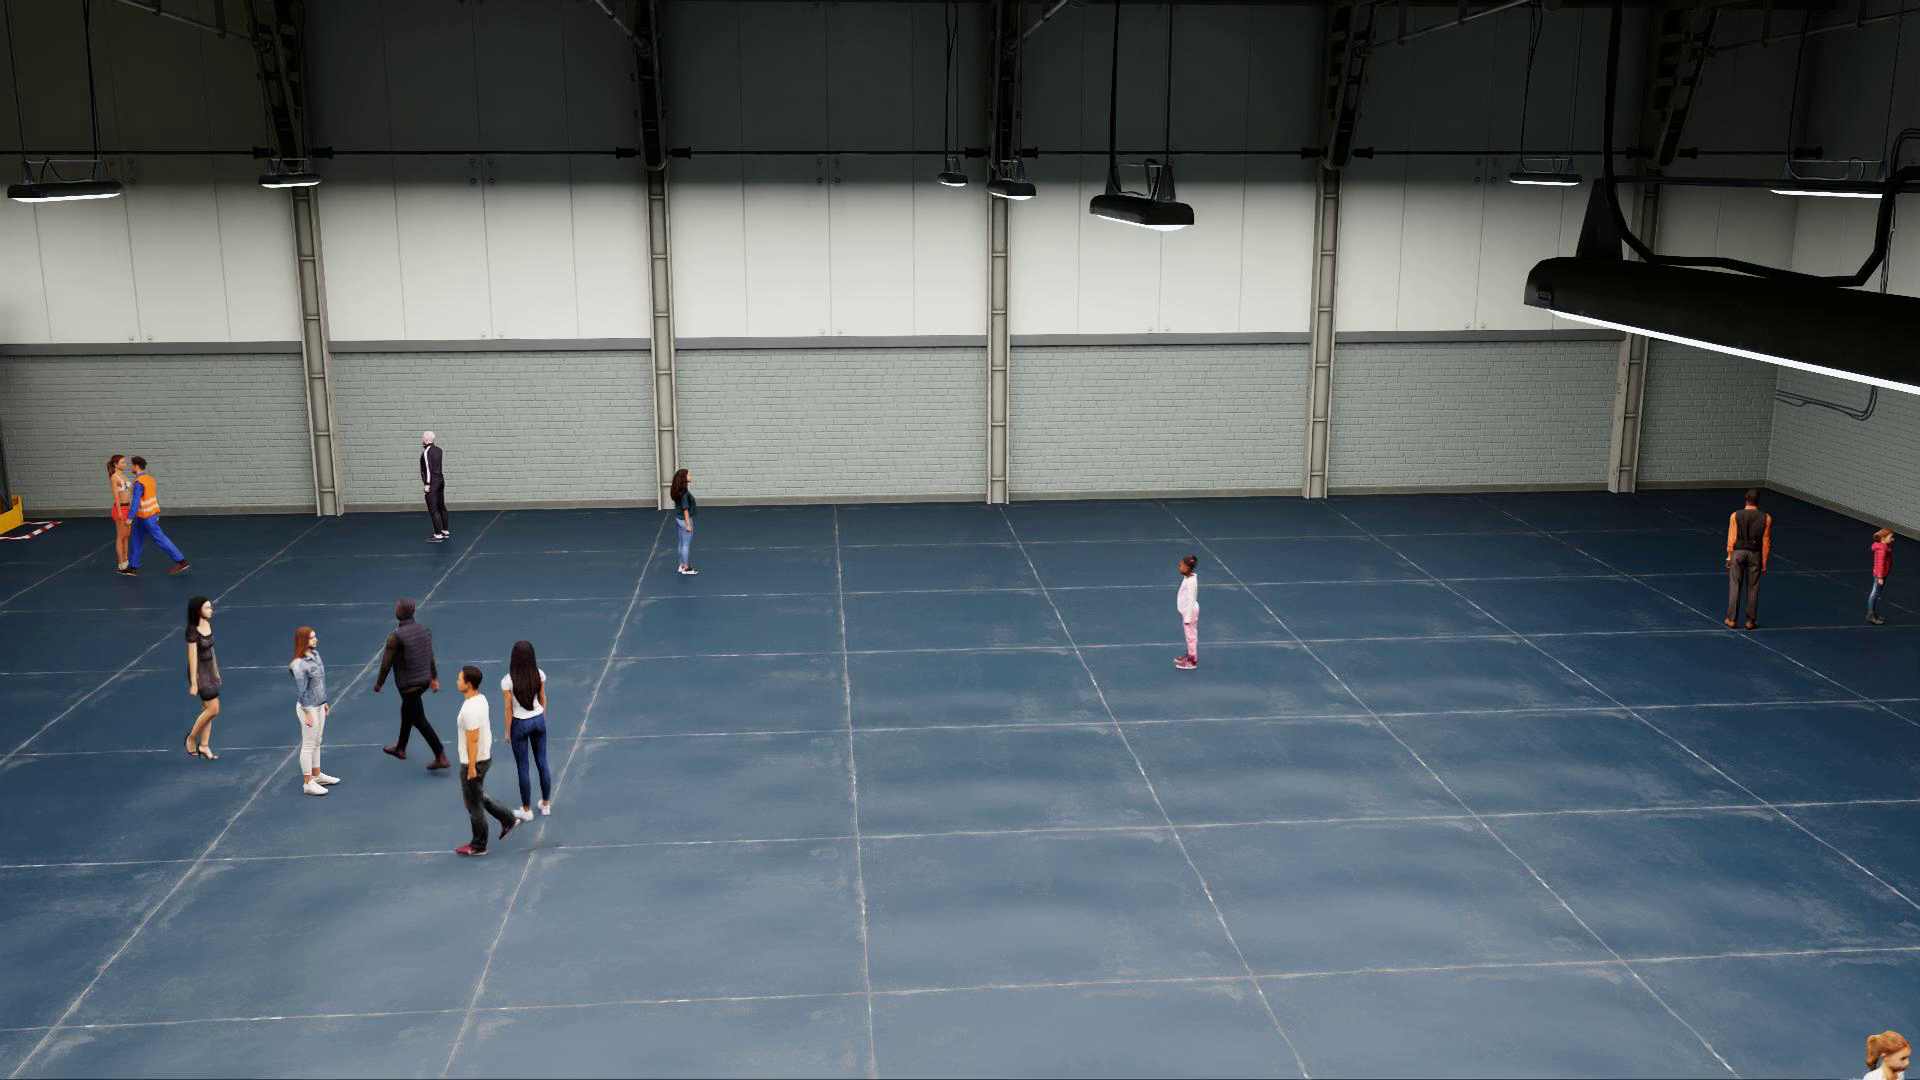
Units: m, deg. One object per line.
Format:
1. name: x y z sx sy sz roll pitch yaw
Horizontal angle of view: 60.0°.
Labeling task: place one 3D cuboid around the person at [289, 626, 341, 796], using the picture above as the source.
1. person: -6.523 1.689 16.683 0.550 1.703 0.632 0 13 1

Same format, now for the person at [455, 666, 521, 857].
1. person: -4.326 1.998 15.136 0.813 1.799 0.668 -2 13 -8

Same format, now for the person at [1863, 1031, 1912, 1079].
1. person: 5.344 3.487 9.828 0.851 1.293 0.740 -6 14 -24

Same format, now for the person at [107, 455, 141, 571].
1. person: -12.939 -0.437 25.674 0.509 1.788 0.574 -1 13 -5

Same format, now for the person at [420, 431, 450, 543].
1. person: -8.716 -0.901 27.578 0.662 1.835 0.724 2 13 8

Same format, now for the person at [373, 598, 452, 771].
1. person: -5.592 1.531 17.173 1.309 1.790 1.060 5 14 22

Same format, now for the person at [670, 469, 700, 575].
1. person: -4.218 -0.294 25.438 0.692 1.617 0.676 -6 14 -23

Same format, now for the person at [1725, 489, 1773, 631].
1. person: 10.623 0.250 22.445 0.714 1.908 0.843 5 14 21

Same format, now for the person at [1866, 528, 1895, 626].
1. person: 12.577 0.480 22.758 0.643 1.317 0.596 9 16 33

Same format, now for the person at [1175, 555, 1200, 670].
1. person: 2.874 0.875 20.766 0.546 1.447 0.573 1 13 5

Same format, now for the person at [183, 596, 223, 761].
1. person: -8.043 1.474 17.466 0.639 1.769 0.619 0 13 2

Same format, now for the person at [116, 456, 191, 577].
1. person: -12.179 -0.321 25.133 1.326 1.808 0.892 -4 14 -18

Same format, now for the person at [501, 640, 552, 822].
1. person: -4.146 1.815 15.980 0.632 1.775 0.727 -11 17 -38
